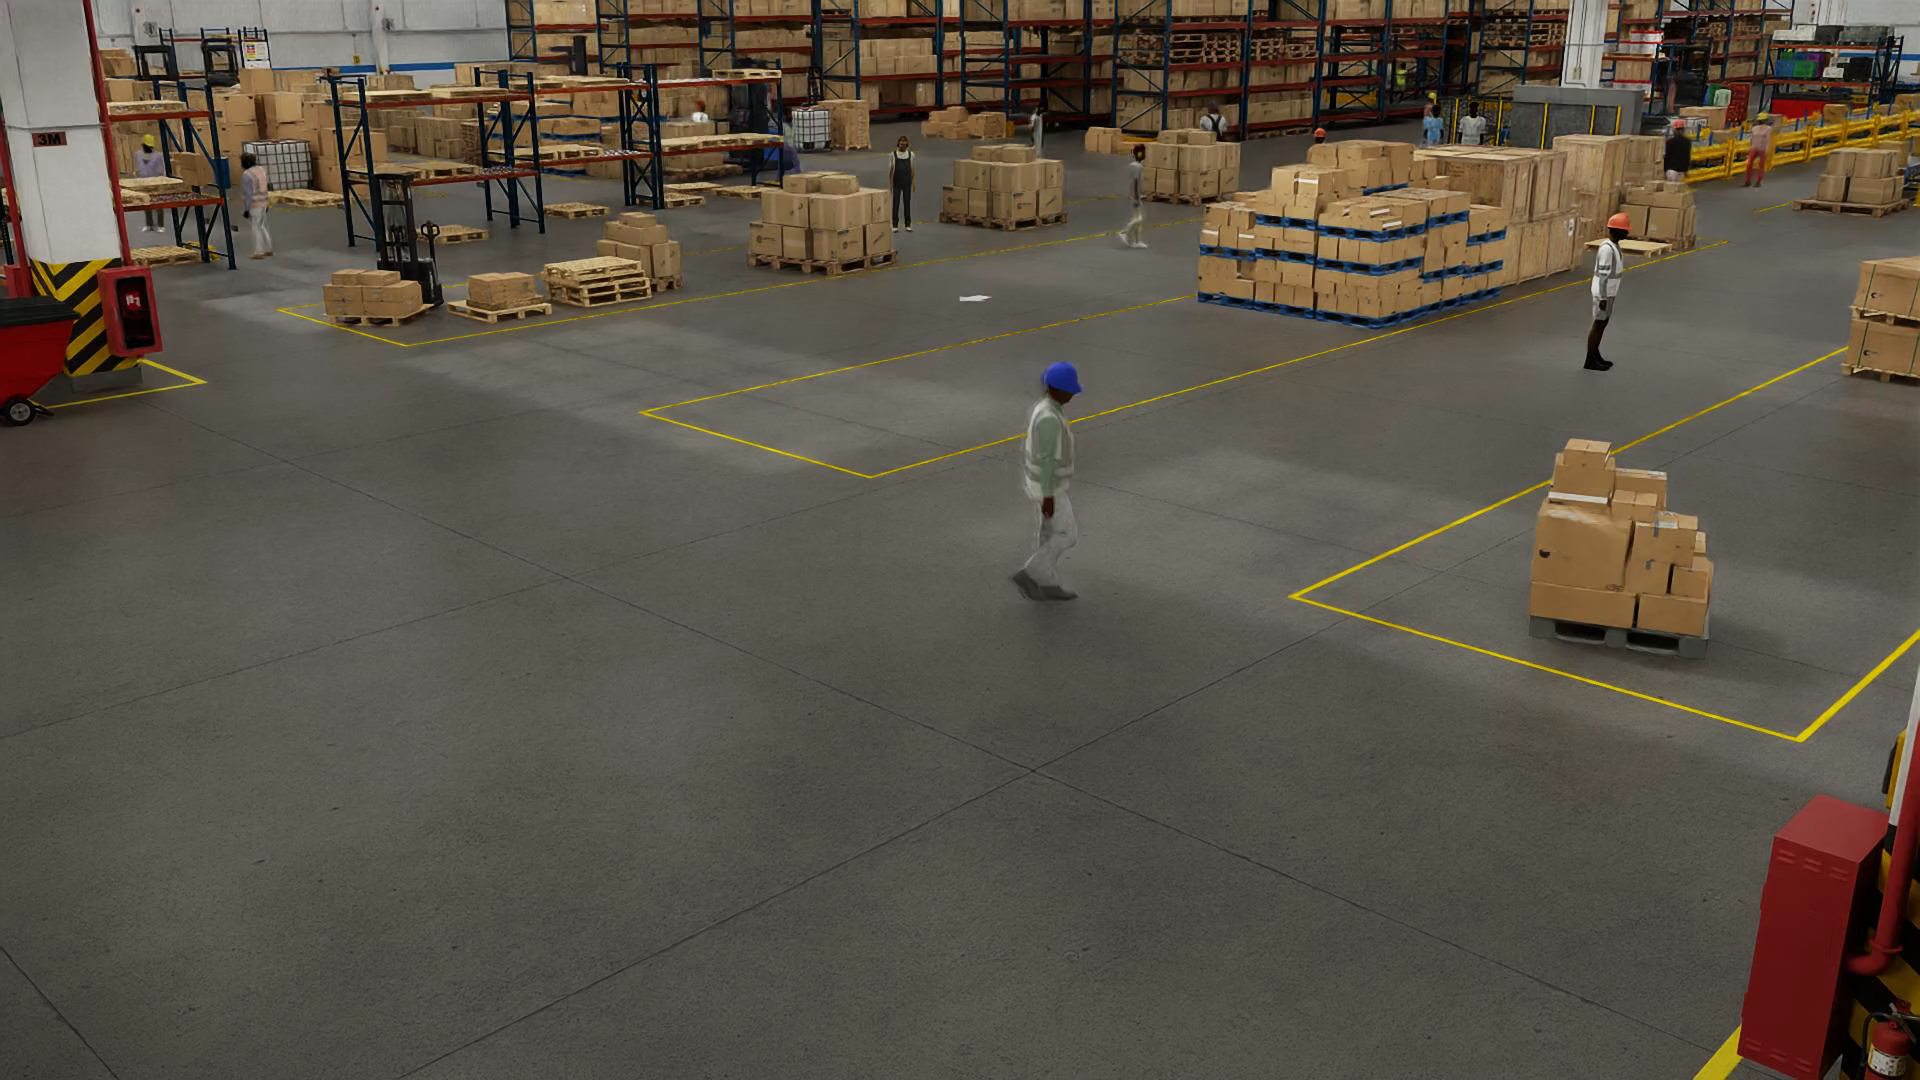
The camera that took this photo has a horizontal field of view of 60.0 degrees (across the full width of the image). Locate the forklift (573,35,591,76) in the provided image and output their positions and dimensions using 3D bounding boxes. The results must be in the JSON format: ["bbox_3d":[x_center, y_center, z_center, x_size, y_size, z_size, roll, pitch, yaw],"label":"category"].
[{"bbox_3d":[-14.277,-17.633,62.909,1.873,2.768,1.129,0,18,-1],"label":"forklift"}]

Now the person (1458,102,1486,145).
[{"bbox_3d":[12.184,-9.453,39.691,0.607,1.966,0.367,7,19,19],"label":"person"}]

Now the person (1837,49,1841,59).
[{"bbox_3d":[41.188,-22.285,78.306,0.381,1.994,0.622,14,23,35],"label":"person"}]

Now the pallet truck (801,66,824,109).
[{"bbox_3d":[-4.812,-15.182,56.903,0.823,1.965,1.885,-9,21,-26],"label":"pallet truck"}]

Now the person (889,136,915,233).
[{"bbox_3d":[-1.112,-6.862,32.083,0.505,1.840,0.346,-4,19,-12],"label":"person"}]

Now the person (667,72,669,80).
[{"bbox_3d":[-11.418,-17.871,65.614,0.349,1.622,0.569,-15,24,-39],"label":"person"}]

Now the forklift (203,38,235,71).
[{"bbox_3d":[-26.325,-16.469,59.401,1.129,2.768,1.873,-7,20,-20],"label":"forklift"}]

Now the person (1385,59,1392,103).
[{"bbox_3d":[17.123,-18.336,66.379,0.700,2.009,0.679,1,18,4],"label":"person"}]

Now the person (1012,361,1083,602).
[{"bbox_3d":[0.708,-0.414,12.535,0.442,1.916,0.653,2,18,5],"label":"person"}]

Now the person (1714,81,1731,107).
[{"bbox_3d":[24.964,-14.202,54.521,0.501,1.632,0.286,12,22,33],"label":"person"}]

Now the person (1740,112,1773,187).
[{"bbox_3d":[18.843,-9.203,39.281,0.723,1.740,0.532,-15,24,-39],"label":"person"}]

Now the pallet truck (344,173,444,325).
[{"bbox_3d":[-8.209,-4.181,23.757,0.823,1.965,1.885,3,19,9],"label":"pallet truck"}]

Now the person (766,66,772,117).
[{"bbox_3d":[-7.066,-16.330,60.615,0.429,1.839,0.623,2,19,7],"label":"person"}]

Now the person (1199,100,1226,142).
[{"bbox_3d":[5.957,-9.412,39.451,0.689,2.000,0.674,-6,19,-18],"label":"person"}]

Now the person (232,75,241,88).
[{"bbox_3d":[-22.524,-13.592,52.203,0.627,1.941,0.370,-13,22,-35],"label":"person"}]

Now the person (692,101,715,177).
[{"bbox_3d":[-6.368,-10.016,41.550,0.604,1.856,0.791,15,24,39],"label":"person"}]

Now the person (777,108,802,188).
[{"bbox_3d":[-3.960,-9.185,39.041,0.996,1.860,0.602,10,21,29],"label":"person"}]

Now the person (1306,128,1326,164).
[{"bbox_3d":[6.997,-7.075,32.570,0.545,1.938,0.360,-5,19,-15],"label":"person"}]

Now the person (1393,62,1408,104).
[{"bbox_3d":[17.845,-18.476,67.331,0.449,1.680,0.544,-14,23,-35],"label":"person"}]

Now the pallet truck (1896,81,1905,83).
[{"bbox_3d":[34.802,-16.331,61.455,0.653,1.274,1.630,17,25,41],"label":"pallet truck"}]

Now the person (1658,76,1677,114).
[{"bbox_3d":[22.851,-14.033,53.665,0.642,1.863,0.996,-13,23,-35],"label":"person"}]

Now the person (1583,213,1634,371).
[{"bbox_3d":[7.983,-3.048,20.463,0.388,1.929,0.540,13,22,34],"label":"person"}]

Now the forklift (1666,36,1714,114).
[{"bbox_3d":[27.341,-17.291,61.877,1.129,2.768,1.873,17,25,41],"label":"forklift"}]

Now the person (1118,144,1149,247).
[{"bbox_3d":[3.179,-6.228,30.141,0.477,1.857,0.547,0,18,0],"label":"person"}]

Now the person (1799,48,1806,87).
[{"bbox_3d":[40.482,-22.730,79.808,0.569,1.896,0.883,11,22,31],"label":"person"}]

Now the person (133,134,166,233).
[{"bbox_3d":[-15.522,-6.840,31.947,0.611,1.880,0.525,-2,18,-5],"label":"person"}]

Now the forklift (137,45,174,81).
[{"bbox_3d":[-25.082,-14.076,52.191,1.129,2.768,1.873,-11,21,-29],"label":"forklift"}]

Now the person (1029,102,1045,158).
[{"bbox_3d":[1.911,-9.932,41.299,0.437,1.856,0.548,10,21,27],"label":"person"}]

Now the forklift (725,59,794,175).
[{"bbox_3d":[-5.256,-10.822,42.387,1.129,2.768,1.873,17,25,41],"label":"forklift"}]

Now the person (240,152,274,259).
[{"bbox_3d":[-12.256,-5.814,28.928,0.429,1.839,0.633,2,18,5],"label":"person"}]

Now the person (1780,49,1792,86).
[{"bbox_3d":[40.046,-22.888,80.486,0.326,1.765,0.533,-11,21,-29],"label":"person"}]

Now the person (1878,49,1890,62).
[{"bbox_3d":[41.577,-21.144,74.959,0.639,1.933,0.441,-5,19,-14],"label":"person"}]

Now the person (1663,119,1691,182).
[{"bbox_3d":[14.770,-7.632,34.216,0.639,1.967,0.694,-6,19,-18],"label":"person"}]

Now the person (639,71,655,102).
[{"bbox_3d":[-10.599,-14.986,56.455,0.594,1.910,0.384,-4,19,-12],"label":"person"}]

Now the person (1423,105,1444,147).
[{"bbox_3d":[12.167,-10.313,42.710,0.553,1.682,0.370,-5,19,-16],"label":"person"}]

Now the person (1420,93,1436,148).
[{"bbox_3d":[13.079,-11.567,46.377,0.328,1.765,0.532,-1,18,-4],"label":"person"}]
